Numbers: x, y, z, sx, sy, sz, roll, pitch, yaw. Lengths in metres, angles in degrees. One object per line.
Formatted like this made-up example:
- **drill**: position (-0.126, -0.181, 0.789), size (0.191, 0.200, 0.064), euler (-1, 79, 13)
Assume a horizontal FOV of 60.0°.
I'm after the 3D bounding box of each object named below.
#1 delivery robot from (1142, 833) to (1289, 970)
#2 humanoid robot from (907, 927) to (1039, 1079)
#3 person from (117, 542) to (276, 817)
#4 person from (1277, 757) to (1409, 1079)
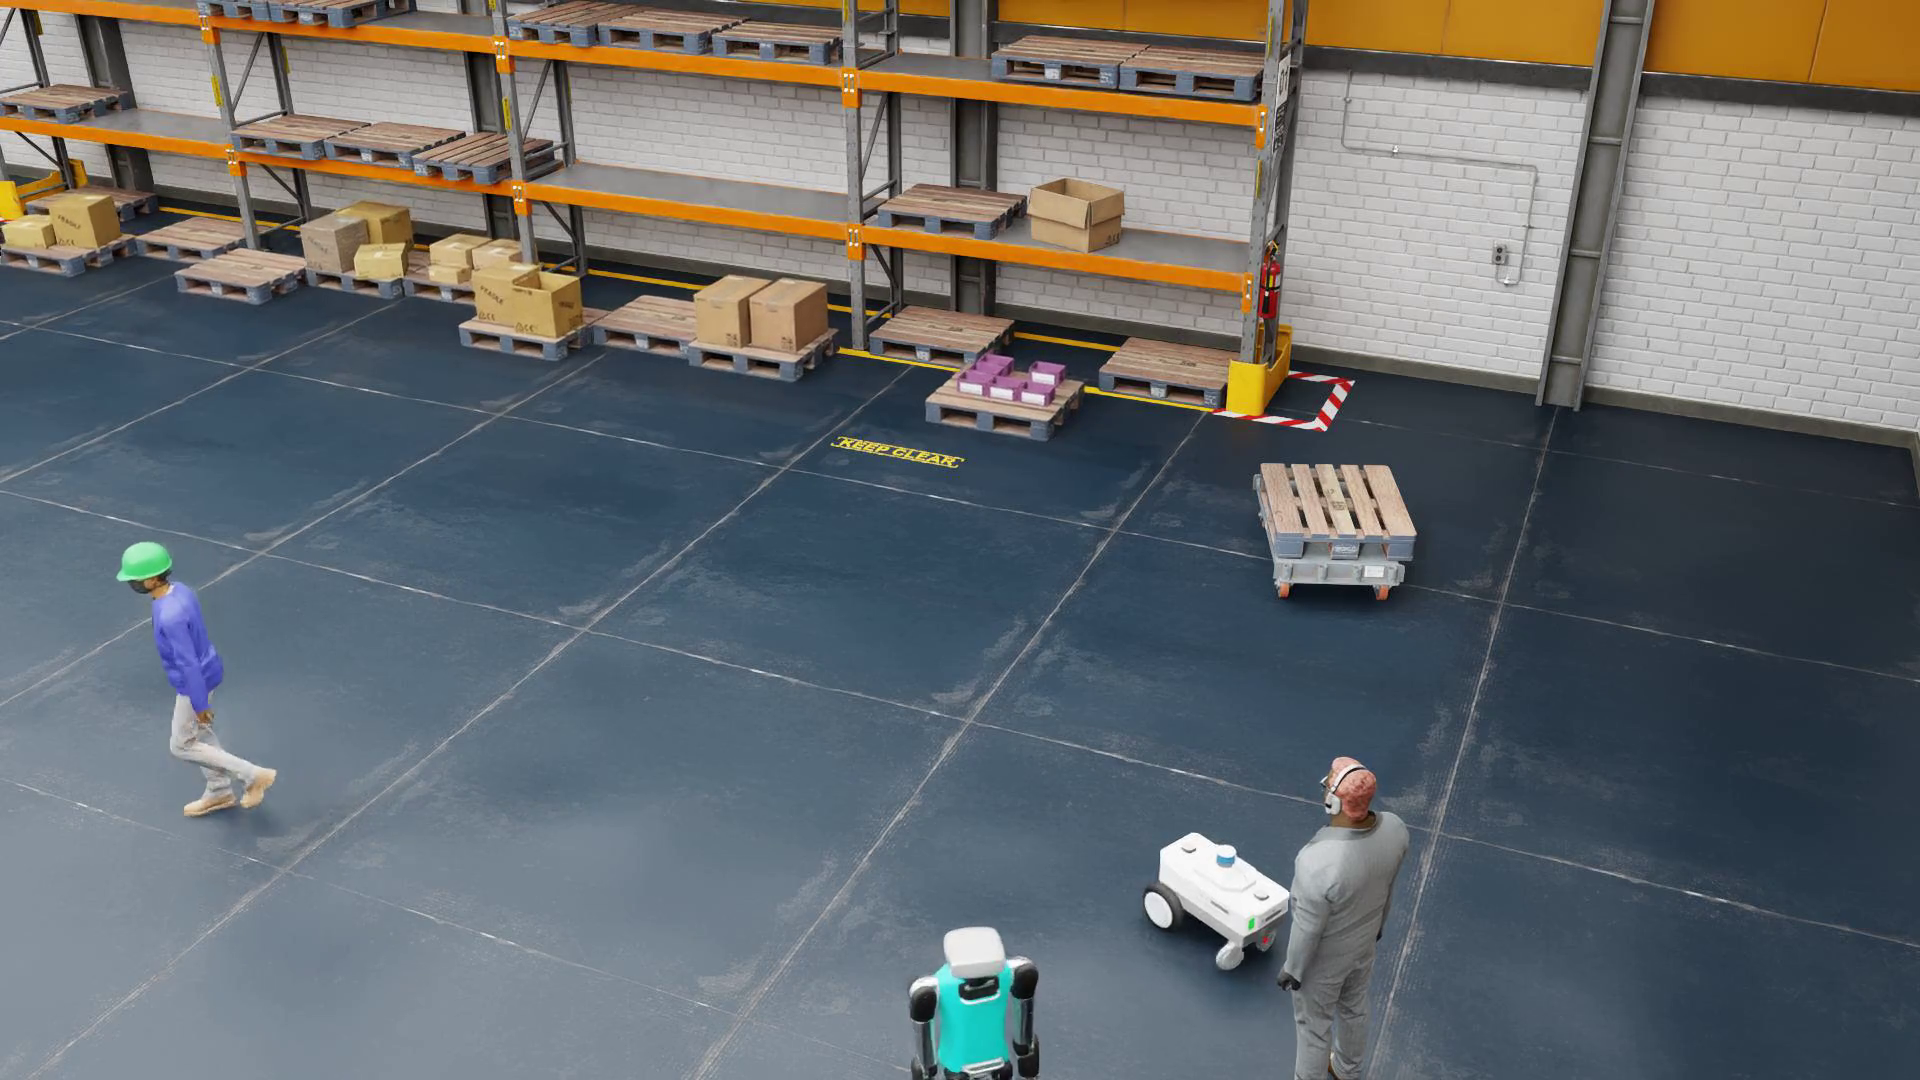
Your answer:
- **delivery robot**: position (1.383, 1.898, 8.930), size (0.523, 0.586, 0.757), euler (-21, 34, -35)
- **humanoid robot**: position (0.138, 2.454, 6.603), size (0.530, 1.803, 0.808), euler (-8, 28, -16)
- **person**: position (-4.426, 0.821, 9.613), size (0.500, 1.853, 0.486), euler (-8, 28, -16)
- **person**: position (1.695, 1.822, 7.614), size (0.651, 1.905, 0.406), euler (-19, 33, -32)
